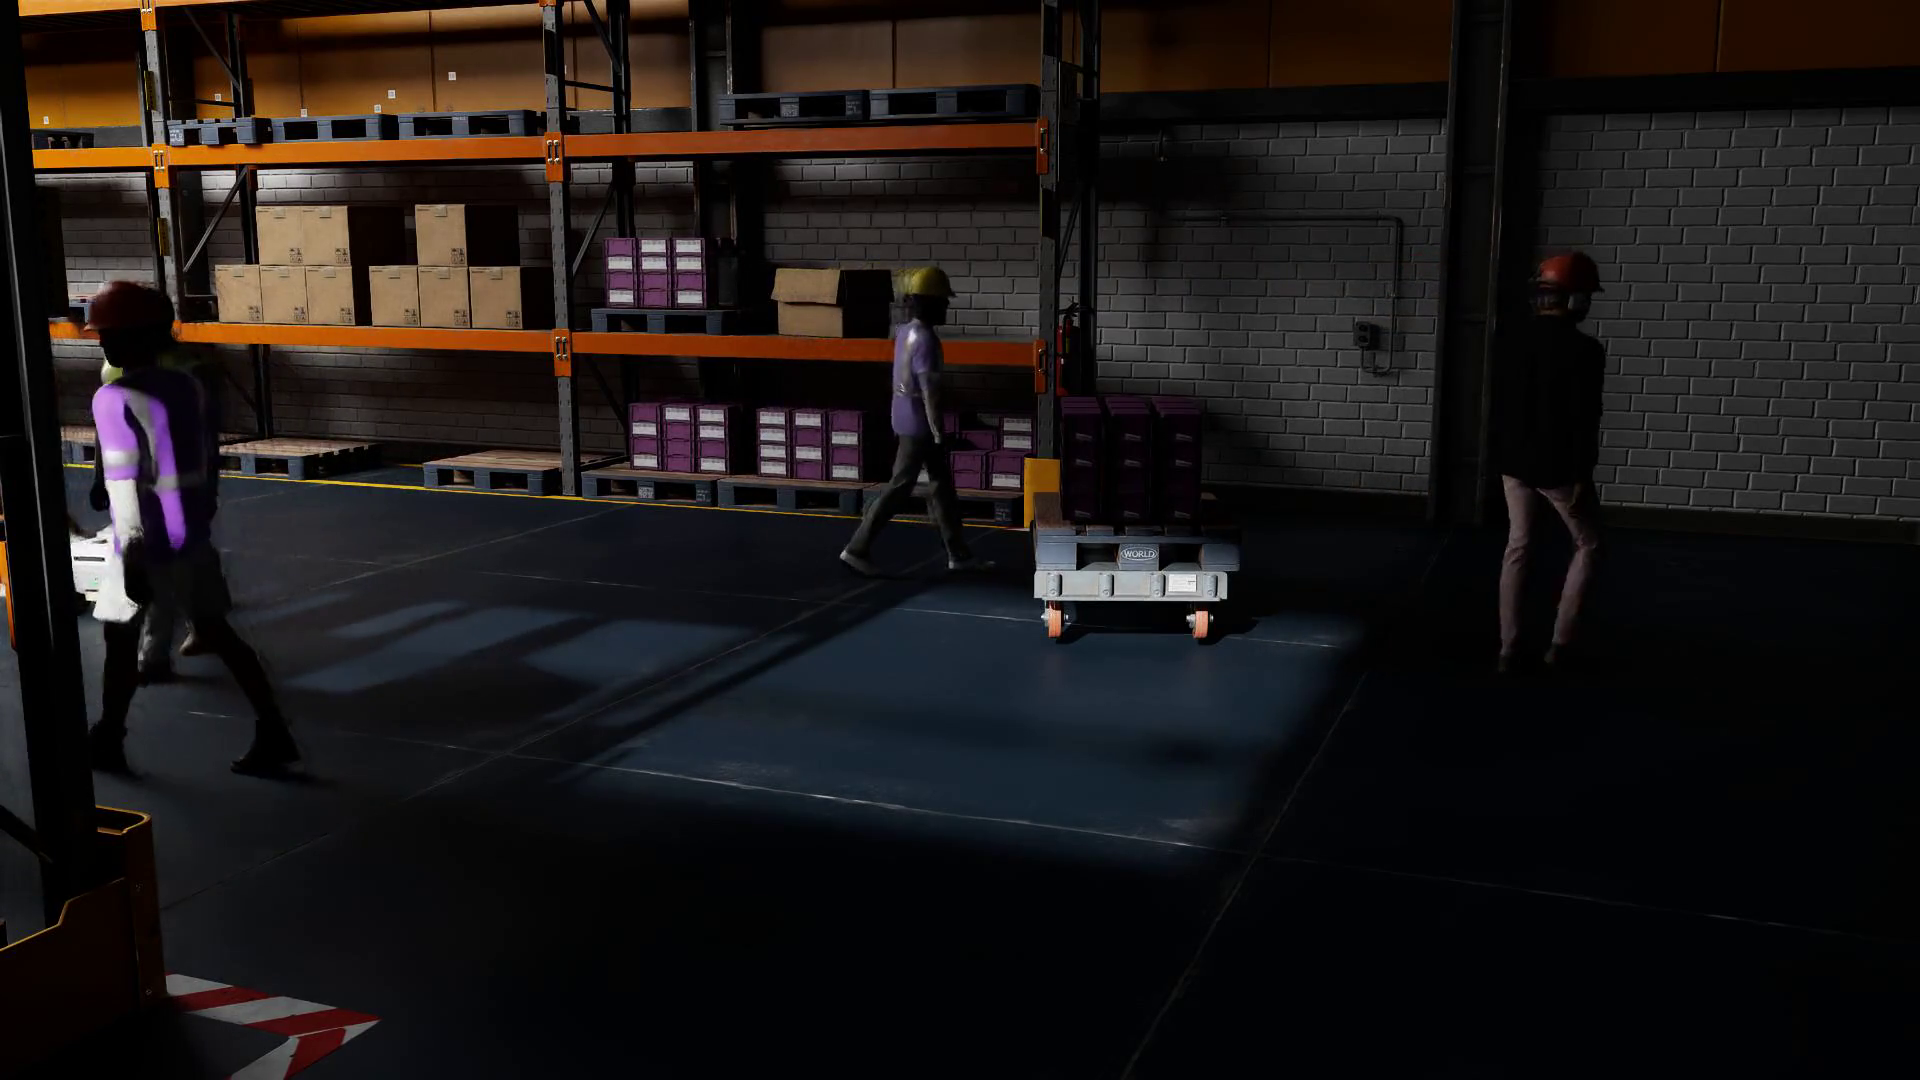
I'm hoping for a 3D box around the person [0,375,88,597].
[{"bbox_3d":[-5.209,-0.445,9.368,0.744,1.609,0.528,5,11,26],"label":"person"}]

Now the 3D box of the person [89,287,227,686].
[{"bbox_3d":[-3.770,-0.277,7.840,0.631,1.817,0.793,5,11,24],"label":"person"}]

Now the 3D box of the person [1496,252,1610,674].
[{"bbox_3d":[2.796,-0.341,7.760,0.595,1.975,0.616,-6,12,-29],"label":"person"}]

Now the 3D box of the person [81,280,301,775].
[{"bbox_3d":[-2.972,-0.027,6.256,1.005,1.890,0.570,3,11,16],"label":"person"}]

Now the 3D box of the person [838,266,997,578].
[{"bbox_3d":[-0.287,-0.704,10.038,0.975,1.886,0.607,-2,10,-9],"label":"person"}]

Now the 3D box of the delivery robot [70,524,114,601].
[{"bbox_3d":[-4.559,0.068,9.157,0.477,0.478,0.707,2,10,9],"label":"delivery robot"}]
